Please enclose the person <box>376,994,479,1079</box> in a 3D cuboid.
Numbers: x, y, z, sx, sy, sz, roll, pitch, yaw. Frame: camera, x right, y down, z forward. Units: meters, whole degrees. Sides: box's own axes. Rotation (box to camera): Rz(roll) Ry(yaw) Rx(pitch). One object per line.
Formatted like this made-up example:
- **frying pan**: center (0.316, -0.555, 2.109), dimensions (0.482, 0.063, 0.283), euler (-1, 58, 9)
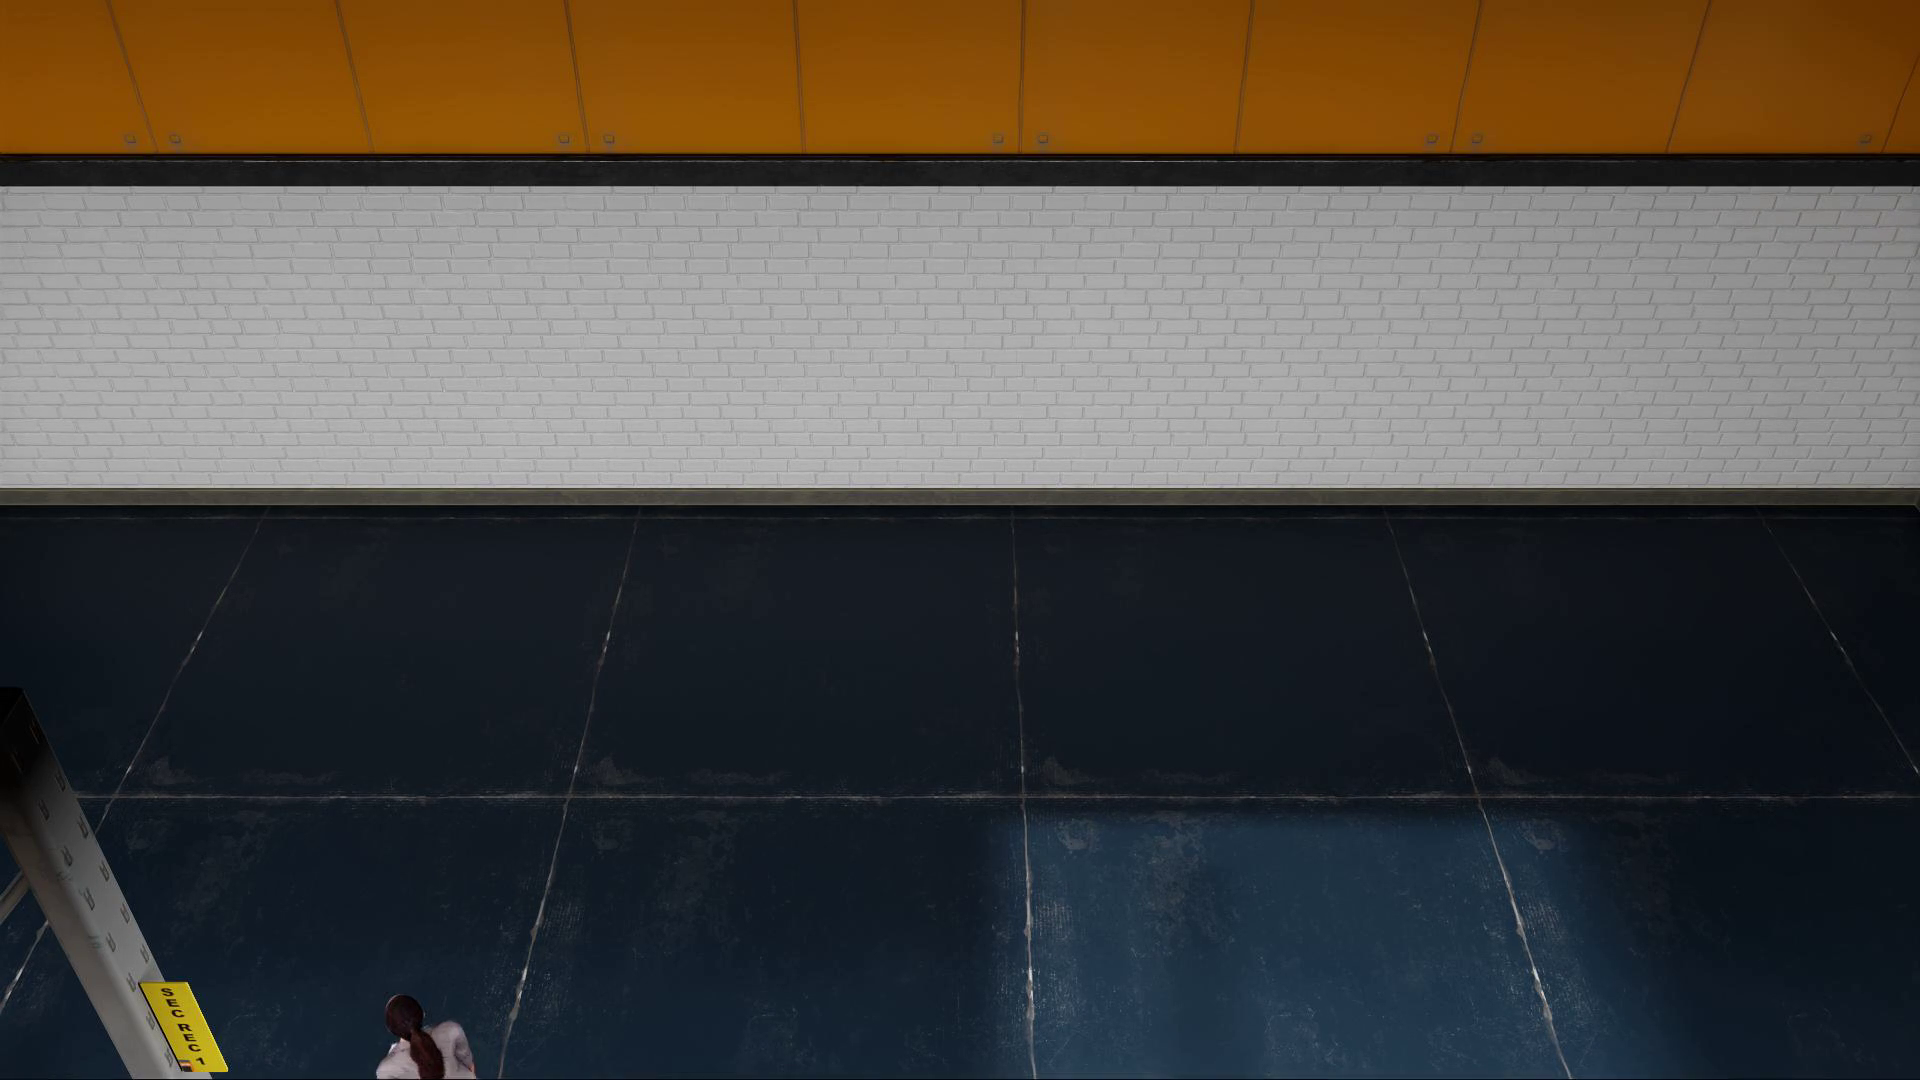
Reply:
- **person**: center (-2.515, 2.860, 8.189), dimensions (1.016, 1.641, 1.169), euler (-24, 44, -27)
